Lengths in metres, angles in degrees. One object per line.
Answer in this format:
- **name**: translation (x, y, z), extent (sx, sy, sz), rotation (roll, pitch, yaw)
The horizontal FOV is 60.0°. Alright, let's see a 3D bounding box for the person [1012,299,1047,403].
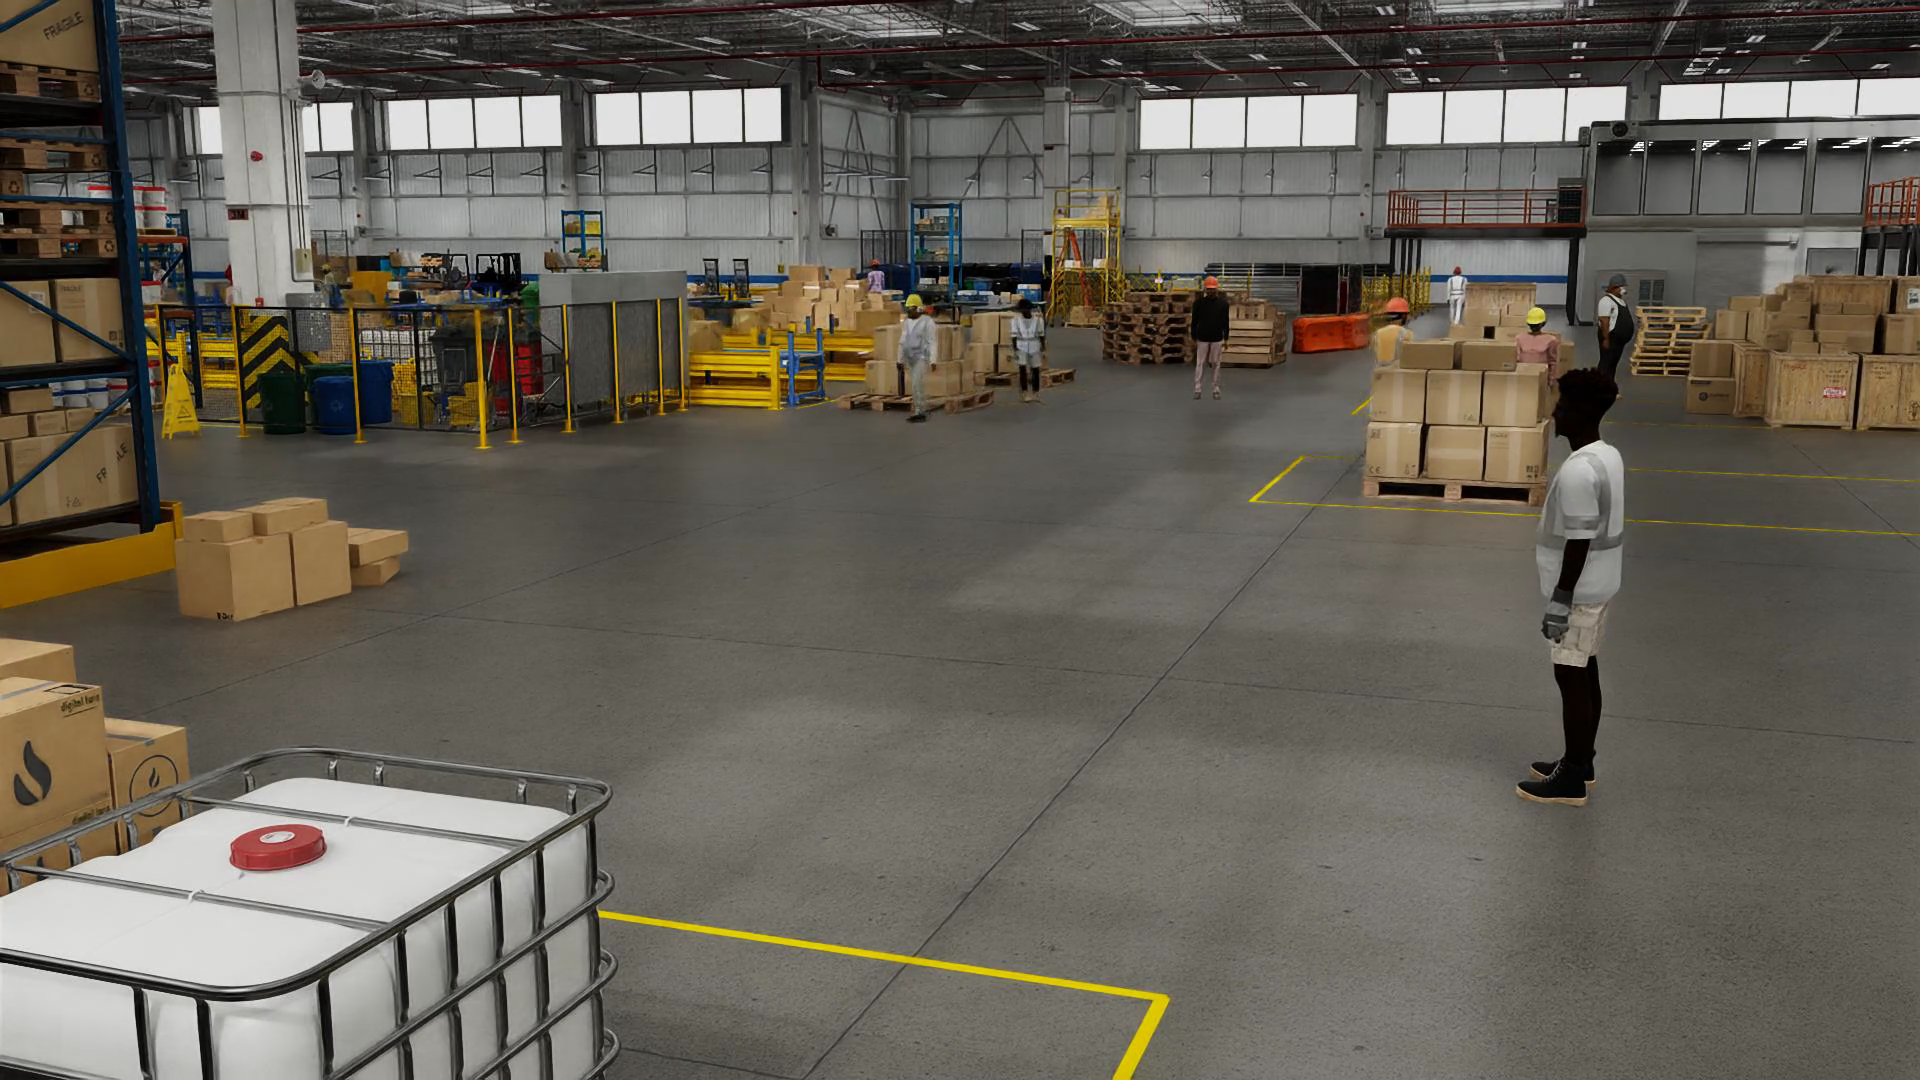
- **person**: translation (1.088, -2.981, 26.281), extent (0.572, 1.655, 0.657), rotation (0, 10, -2)

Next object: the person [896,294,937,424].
- **person**: translation (-0.677, -2.525, 23.285), extent (0.630, 1.808, 0.680), rotation (10, 14, 44)

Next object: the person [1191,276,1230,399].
- **person**: translation (4.057, -3.268, 26.967), extent (0.616, 1.993, 0.395), rotation (1, 10, 6)

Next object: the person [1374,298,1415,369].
- **person**: translation (4.958, -1.777, 18.816), extent (0.822, 1.902, 0.569), rotation (-8, 13, -36)

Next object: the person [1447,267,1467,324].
- **person**: translation (14.923, -7.266, 49.965), extent (0.575, 1.839, 0.997), rotation (3, 11, 18)

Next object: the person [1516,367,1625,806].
- **person**: translation (2.767, 0.207, 7.480), extent (0.365, 1.966, 0.608), rotation (6, 12, 31)

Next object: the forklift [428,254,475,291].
- **forklift**: translation (-20.133, -10.254, 65.465), extent (1.157, 1.987, 2.680), rotation (3, 11, 19)

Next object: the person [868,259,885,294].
- **person**: translation (-2.642, -7.731, 51.969), extent (0.608, 2.044, 0.370), rotation (-8, 13, -37)

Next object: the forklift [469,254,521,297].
- **forklift**: translation (-17.990, -10.121, 64.684), extent (1.157, 1.987, 2.680), rotation (3, 11, 17)

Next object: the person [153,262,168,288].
- **person**: translation (-27.655, -8.633, 57.452), extent (0.652, 1.900, 0.403), rotation (6, 12, 29)

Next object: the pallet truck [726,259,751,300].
- **pallet truck**: translation (-7.986, -9.493, 62.019), extent (0.823, 1.965, 1.885), rotation (3, 11, 17)

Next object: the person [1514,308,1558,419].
- **person**: translation (6.865, -1.901, 19.940), extent (0.523, 1.760, 0.325), rotation (5, 11, 28)

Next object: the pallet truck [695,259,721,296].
- **pallet truck**: translation (-9.165, -9.627, 62.776), extent (0.823, 1.965, 1.885), rotation (4, 11, 23)

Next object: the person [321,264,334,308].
- **person**: translation (-22.423, -8.807, 58.705), extent (0.817, 1.799, 0.629), rotation (-7, 12, -33)

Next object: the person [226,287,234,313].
- **person**: translation (-18.922, -6.074, 43.563), extent (0.520, 1.717, 0.925), rotation (-1, 10, -8)

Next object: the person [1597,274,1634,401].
- **person**: translation (10.558, -3.256, 26.773), extent (0.535, 2.000, 0.674), rotation (9, 13, 40)
